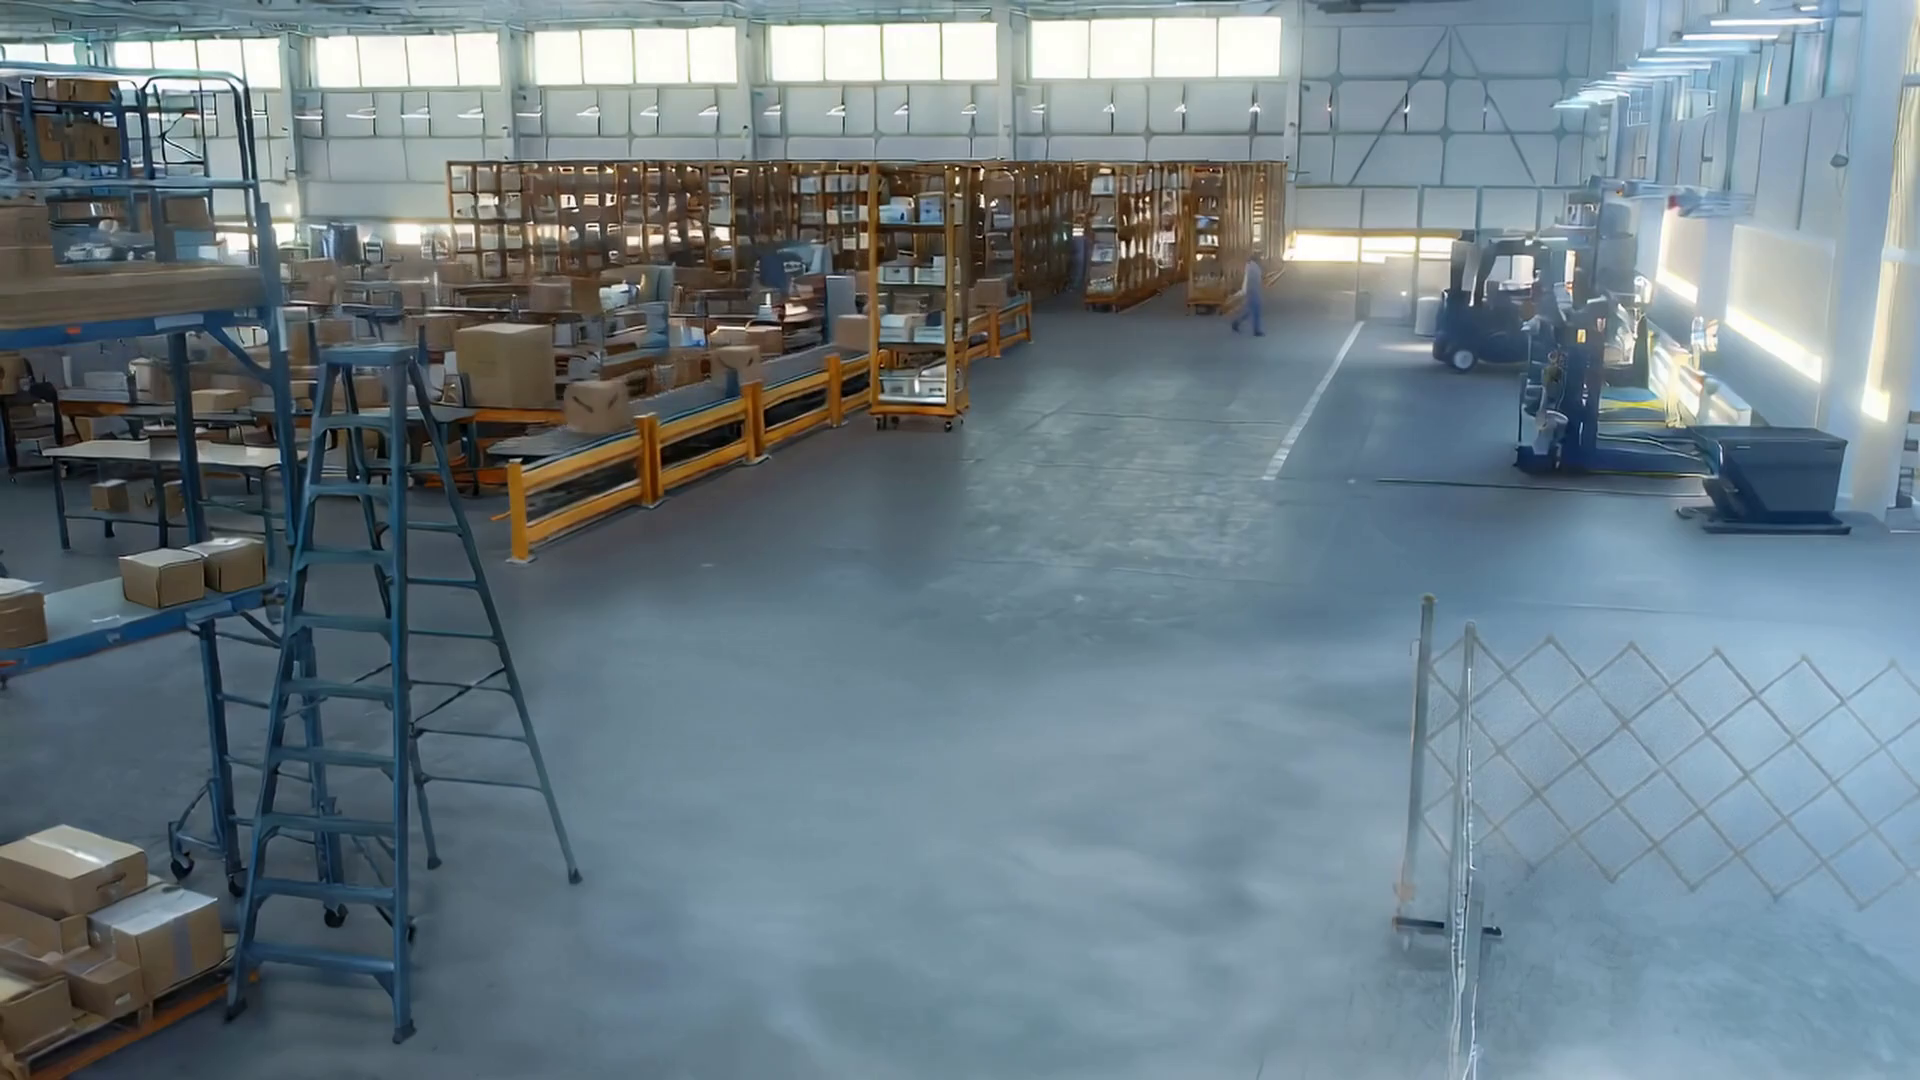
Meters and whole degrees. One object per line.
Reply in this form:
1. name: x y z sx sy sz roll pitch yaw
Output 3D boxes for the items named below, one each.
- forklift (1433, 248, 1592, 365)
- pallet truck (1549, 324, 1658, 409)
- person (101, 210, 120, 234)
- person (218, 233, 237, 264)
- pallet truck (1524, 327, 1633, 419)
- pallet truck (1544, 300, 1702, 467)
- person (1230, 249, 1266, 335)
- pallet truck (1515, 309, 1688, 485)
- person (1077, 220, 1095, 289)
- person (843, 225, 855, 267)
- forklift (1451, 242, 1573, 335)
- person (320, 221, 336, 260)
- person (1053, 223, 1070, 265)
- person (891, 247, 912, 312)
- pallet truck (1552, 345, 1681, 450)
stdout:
1. forklift: 9.780 -4.111 29.280 2.680 1.987 1.157 3 13 14
2. pallet truck: 9.824 -2.669 25.407 1.601 1.201 0.680 4 14 16
3. person: -28.837 -10.232 56.500 0.604 1.949 0.389 -5 14 -22
4. person: -19.727 -7.438 44.716 0.472 1.813 0.625 4 14 16
5. pallet truck: 9.065 -2.460 24.370 1.522 1.261 0.704 3 13 14
6. pallet truck: 8.263 -1.952 20.631 1.885 1.965 0.823 5 14 20
7. person: 6.155 -5.264 35.312 0.668 1.827 0.583 7 15 29
8. pallet truck: 7.554 -1.677 19.446 1.885 1.965 0.823 3 13 14
9. person: 3.640 -8.091 47.226 0.724 1.964 0.627 8 15 30
10. person: -3.359 -8.706 49.726 0.392 2.034 0.605 3 13 13
11. forklift: 10.464 -4.597 31.405 2.680 1.987 1.157 4 14 16
12. person: -20.695 -9.609 54.491 0.513 1.639 0.313 4 14 15
13. person: 3.508 -10.131 56.550 0.766 1.730 0.558 6 14 23
14. person: -1.343 -5.773 37.746 0.930 1.721 0.538 8 15 31
15. pallet truck: 8.641 -1.896 21.908 1.630 1.274 0.653 4 14 16
